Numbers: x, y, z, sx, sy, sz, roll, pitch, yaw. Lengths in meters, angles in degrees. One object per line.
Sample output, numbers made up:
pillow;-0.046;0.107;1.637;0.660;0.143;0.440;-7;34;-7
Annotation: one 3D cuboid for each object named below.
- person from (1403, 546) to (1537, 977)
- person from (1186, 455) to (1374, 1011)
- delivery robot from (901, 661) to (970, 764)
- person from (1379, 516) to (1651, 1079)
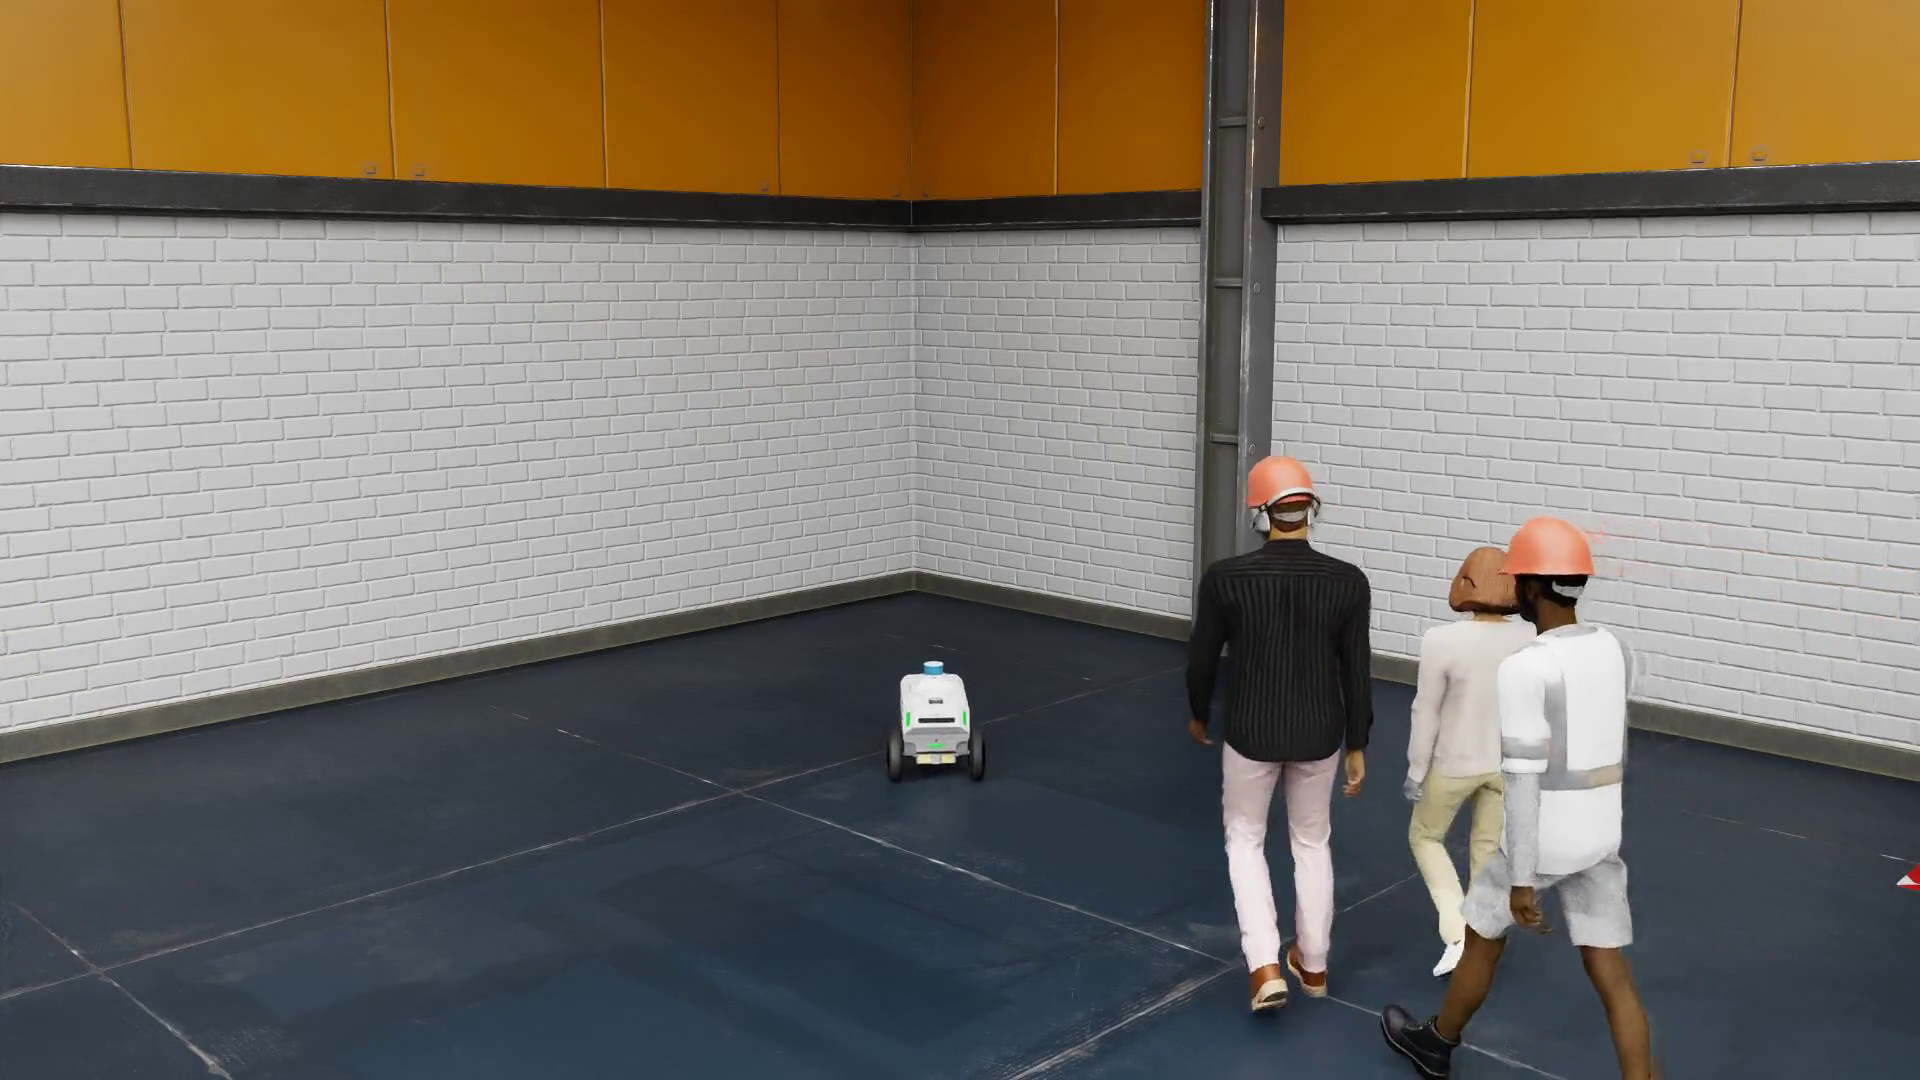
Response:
person;1.858;0.827;6.018;0.521;1.620;0.353;-1;9;-7
person;1.130;0.689;5.844;0.638;1.967;0.632;0;9;-2
delivery robot;-0.136;0.878;8.686;0.477;0.478;0.707;0;9;-3
person;1.754;0.869;4.992;0.540;1.874;1.039;-5;10;-26
